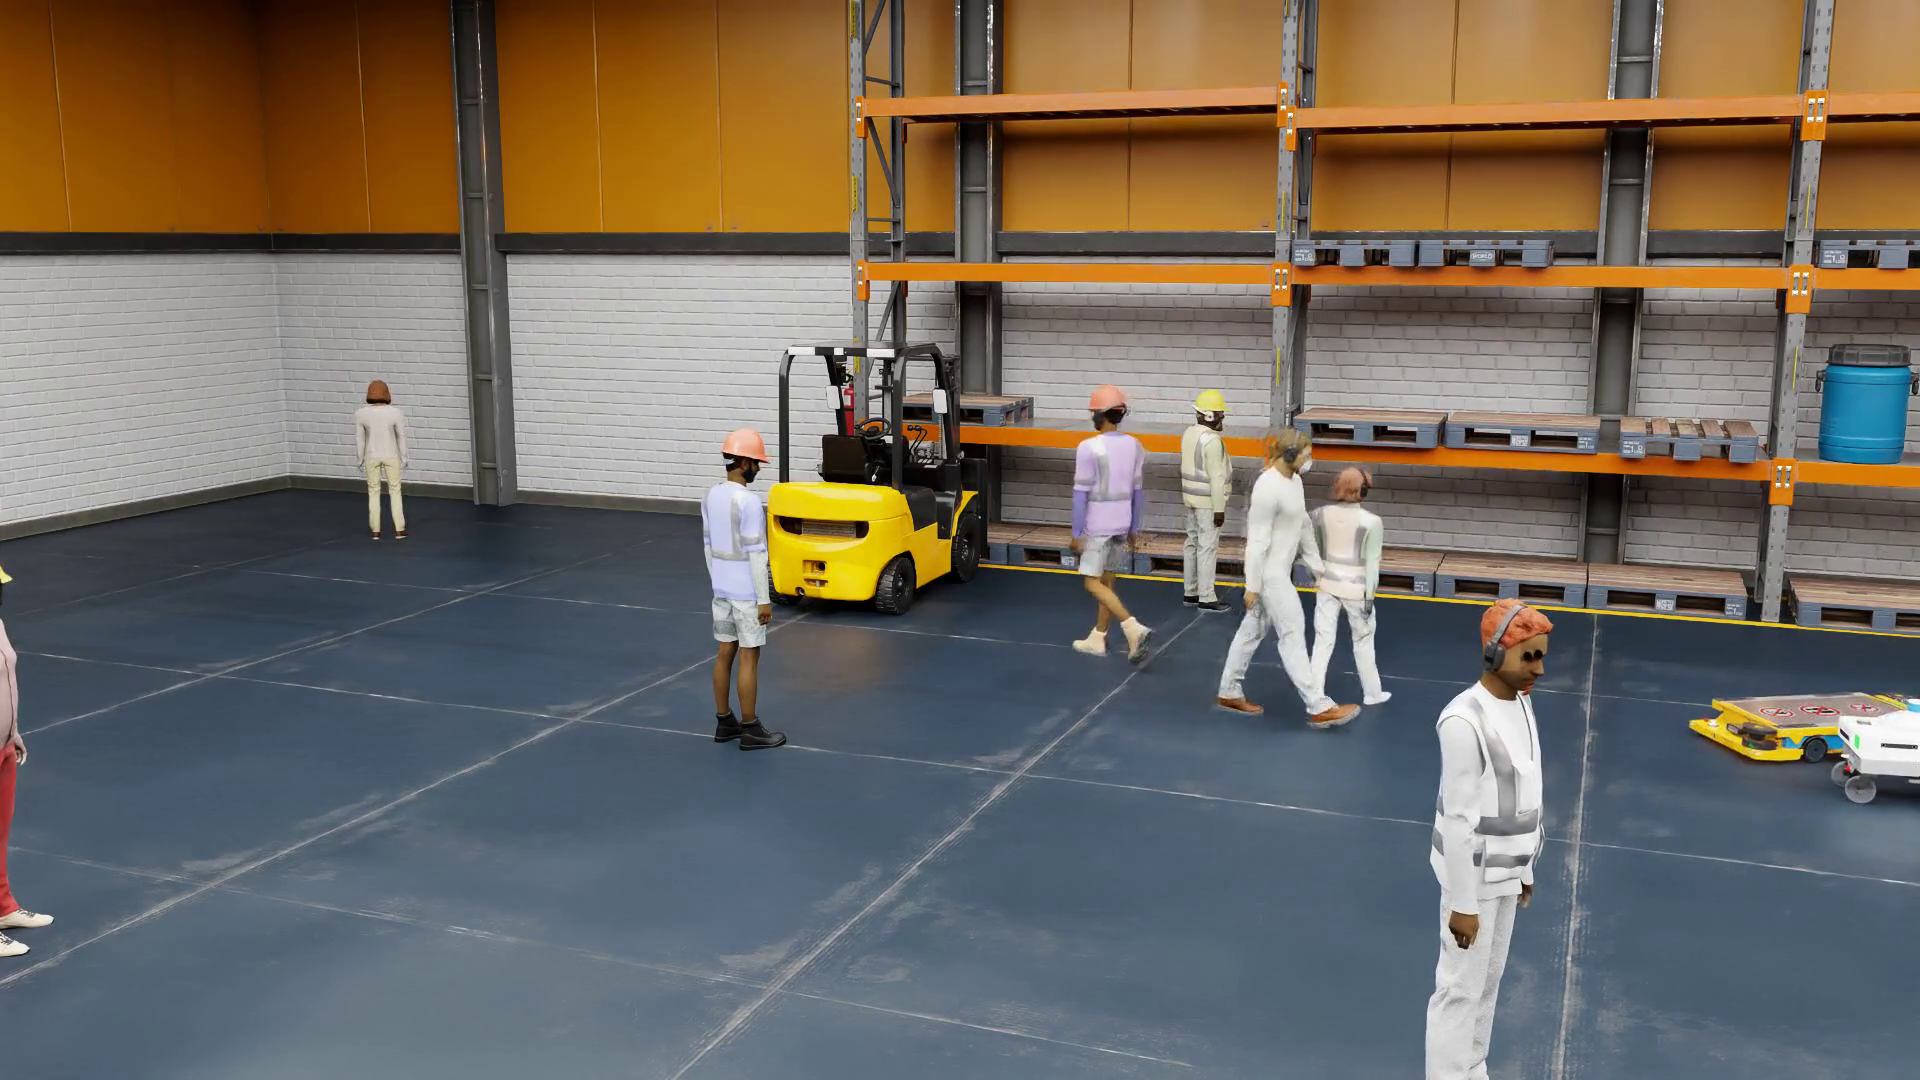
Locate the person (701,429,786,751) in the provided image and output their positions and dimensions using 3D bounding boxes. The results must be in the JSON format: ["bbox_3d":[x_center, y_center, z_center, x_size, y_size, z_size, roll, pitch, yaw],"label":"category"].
[{"bbox_3d":[-1.303,0.295,9.990,0.373,1.928,0.543,-9,14,-42],"label":"person"}]

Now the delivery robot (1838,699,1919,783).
[{"bbox_3d":[5.177,1.108,9.028,0.707,0.478,0.477,2,10,13],"label":"delivery robot"}]

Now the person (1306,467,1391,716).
[{"bbox_3d":[2.500,0.327,10.699,0.519,1.604,0.754,9,14,41],"label":"person"}]

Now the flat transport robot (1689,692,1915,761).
[{"bbox_3d":[5.252,1.115,10.041,1.431,0.197,0.652,-2,10,-9],"label":"flat transport robot"}]

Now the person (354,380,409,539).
[{"bbox_3d":[-5.909,-0.818,17.014,0.507,1.630,0.268,-2,10,-11],"label":"person"}]

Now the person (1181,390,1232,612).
[{"bbox_3d":[2.033,-0.321,13.696,0.404,1.830,0.600,-3,11,-18],"label":"person"}]

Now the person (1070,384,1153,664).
[{"bbox_3d":[1.111,-0.100,11.948,0.613,2.024,0.815,-8,13,-39],"label":"person"}]

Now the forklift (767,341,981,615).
[{"bbox_3d":[-0.739,-0.602,14.246,1.214,2.155,2.313,4,11,21],"label":"forklift"}]

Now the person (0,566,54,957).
[{"bbox_3d":[-4.162,0.890,7.129,0.309,1.769,0.523,-2,10,-10],"label":"person"}]

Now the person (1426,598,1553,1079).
[{"bbox_3d":[1.752,1.119,5.515,0.355,1.887,0.573,7,13,35],"label":"person"}]

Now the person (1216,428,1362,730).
[{"bbox_3d":[2.066,0.234,10.458,0.974,1.876,0.631,4,11,21],"label":"person"}]
